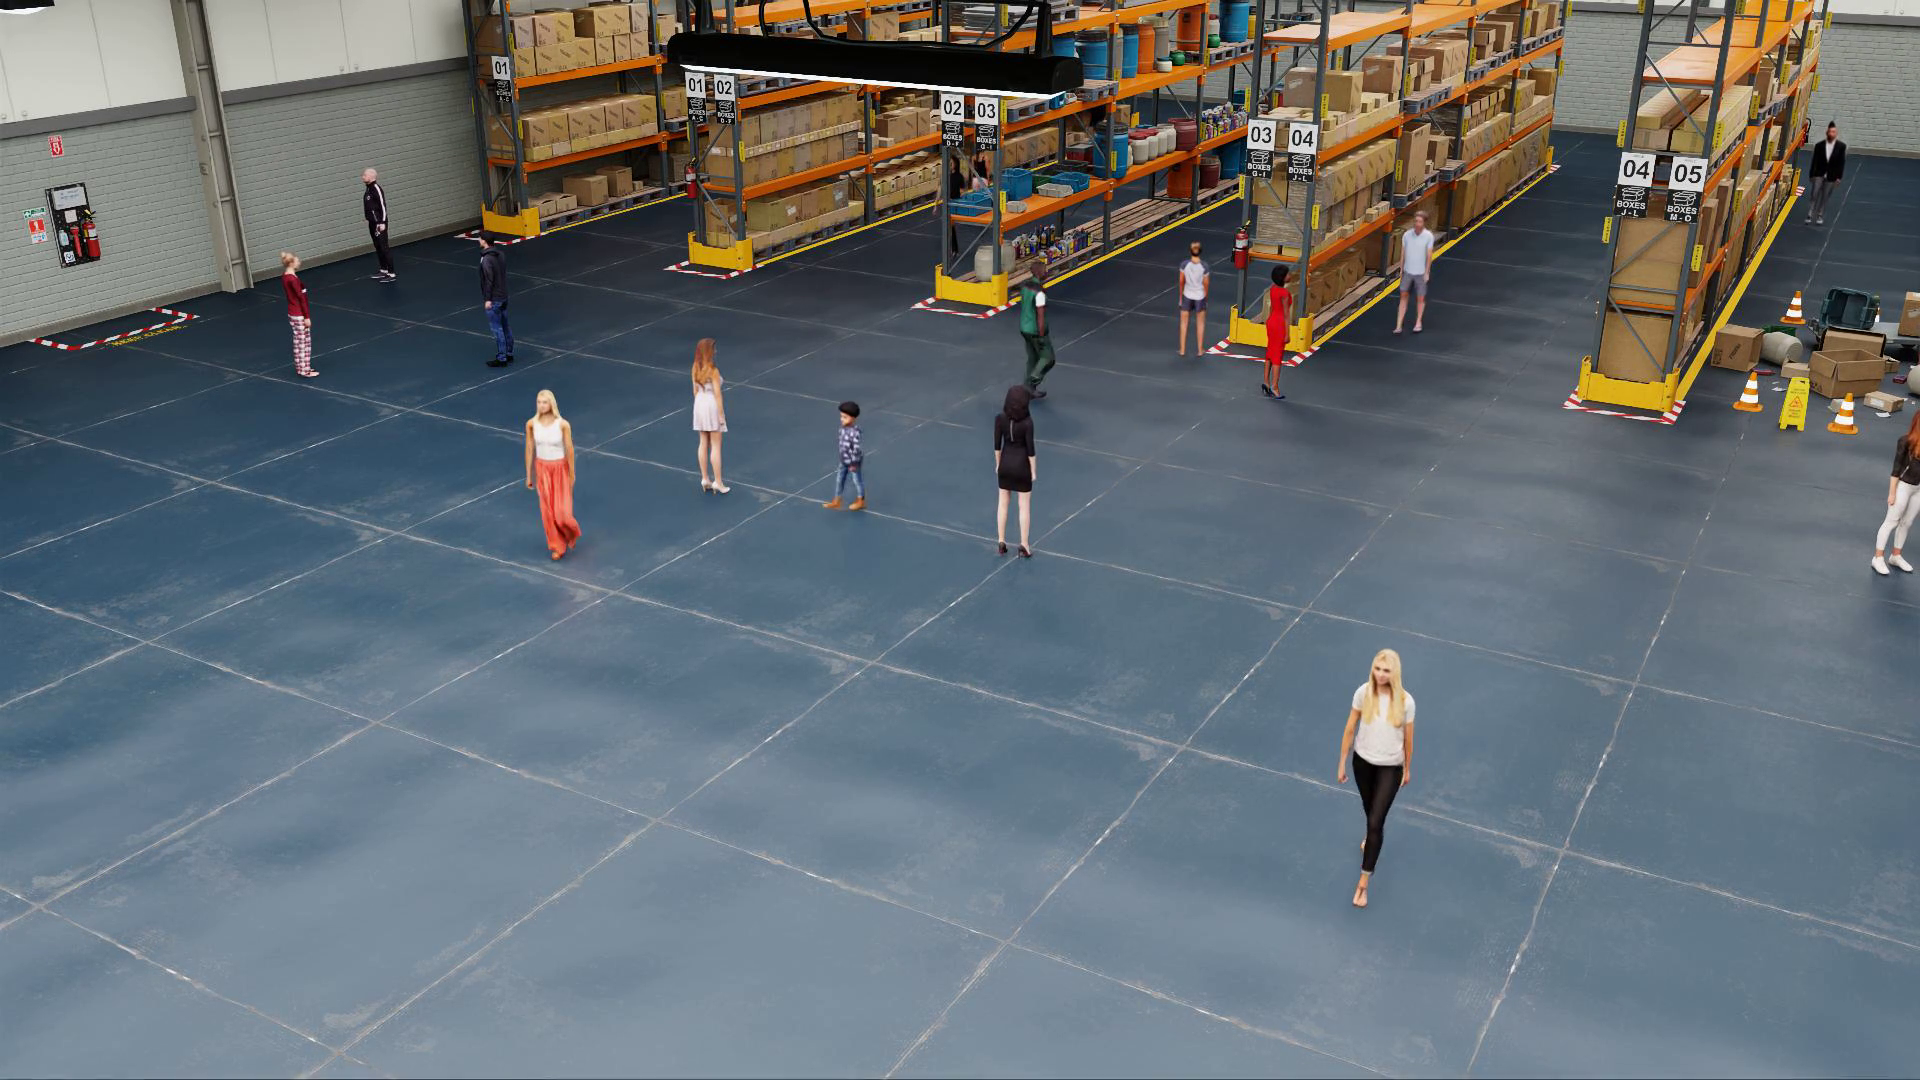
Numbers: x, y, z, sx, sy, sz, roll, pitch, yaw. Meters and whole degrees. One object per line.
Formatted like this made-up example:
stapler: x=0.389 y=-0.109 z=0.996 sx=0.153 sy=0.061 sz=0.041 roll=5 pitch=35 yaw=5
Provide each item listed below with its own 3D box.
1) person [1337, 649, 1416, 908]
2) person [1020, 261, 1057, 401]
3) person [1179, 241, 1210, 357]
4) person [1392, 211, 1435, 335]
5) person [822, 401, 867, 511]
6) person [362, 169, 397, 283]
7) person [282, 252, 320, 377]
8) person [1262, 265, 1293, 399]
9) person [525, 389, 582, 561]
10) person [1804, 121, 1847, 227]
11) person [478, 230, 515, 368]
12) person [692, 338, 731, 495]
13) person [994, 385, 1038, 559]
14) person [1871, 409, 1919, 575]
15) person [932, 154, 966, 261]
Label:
person: x=2.919 y=1.547 z=11.587 sx=0.675 sy=1.776 sz=1.197 roll=11 pitch=25 yaw=24
person: x=0.897 y=-2.670 z=21.438 sx=0.884 sy=1.826 sz=0.842 roll=-9 pitch=25 yaw=-19
person: x=3.289 y=-3.398 z=23.409 sx=0.642 sy=1.624 sz=0.615 roll=4 pitch=23 yaw=9
person: x=6.739 y=-3.930 z=24.437 sx=0.655 sy=1.798 sz=1.030 roll=12 pitch=26 yaw=26
person: x=-1.143 y=-0.912 z=18.060 sx=0.790 sy=1.235 sz=0.650 roll=-18 pitch=29 yaw=-36
person: x=-9.564 y=-5.190 z=27.350 sx=0.710 sy=1.836 sz=0.755 roll=-18 pitch=29 yaw=-35
person: x=-8.966 y=-3.068 z=22.535 sx=0.627 sy=1.700 sz=0.684 roll=-18 pitch=29 yaw=-36
person: x=4.131 y=-2.724 z=21.672 sx=0.692 sy=1.743 sz=0.640 roll=-7 pitch=24 yaw=-15
person: x=-4.091 y=-0.687 z=16.820 sx=0.799 sy=1.791 sz=0.898 roll=2 pitch=23 yaw=6
person: x=16.240 y=-6.850 z=31.161 sx=0.720 sy=1.909 sz=1.104 roll=12 pitch=26 yaw=26
person: x=-6.397 y=-3.340 z=22.929 sx=0.808 sy=1.894 sz=0.636 roll=4 pitch=23 yaw=9
person: x=-2.790 y=-1.375 z=18.466 sx=0.597 sy=1.769 sz=0.616 roll=17 pitch=28 yaw=35
person: x=0.552 y=-0.685 z=16.799 sx=0.597 sy=1.803 sz=0.488 roll=12 pitch=26 yaw=25
person: x=9.414 y=-0.506 z=16.510 sx=0.673 sy=1.701 sz=0.733 roll=-6 pitch=24 yaw=-14
person: x=-0.094 y=-5.796 z=28.804 sx=0.718 sy=1.815 sz=0.771 roll=18 pitch=29 yaw=36
